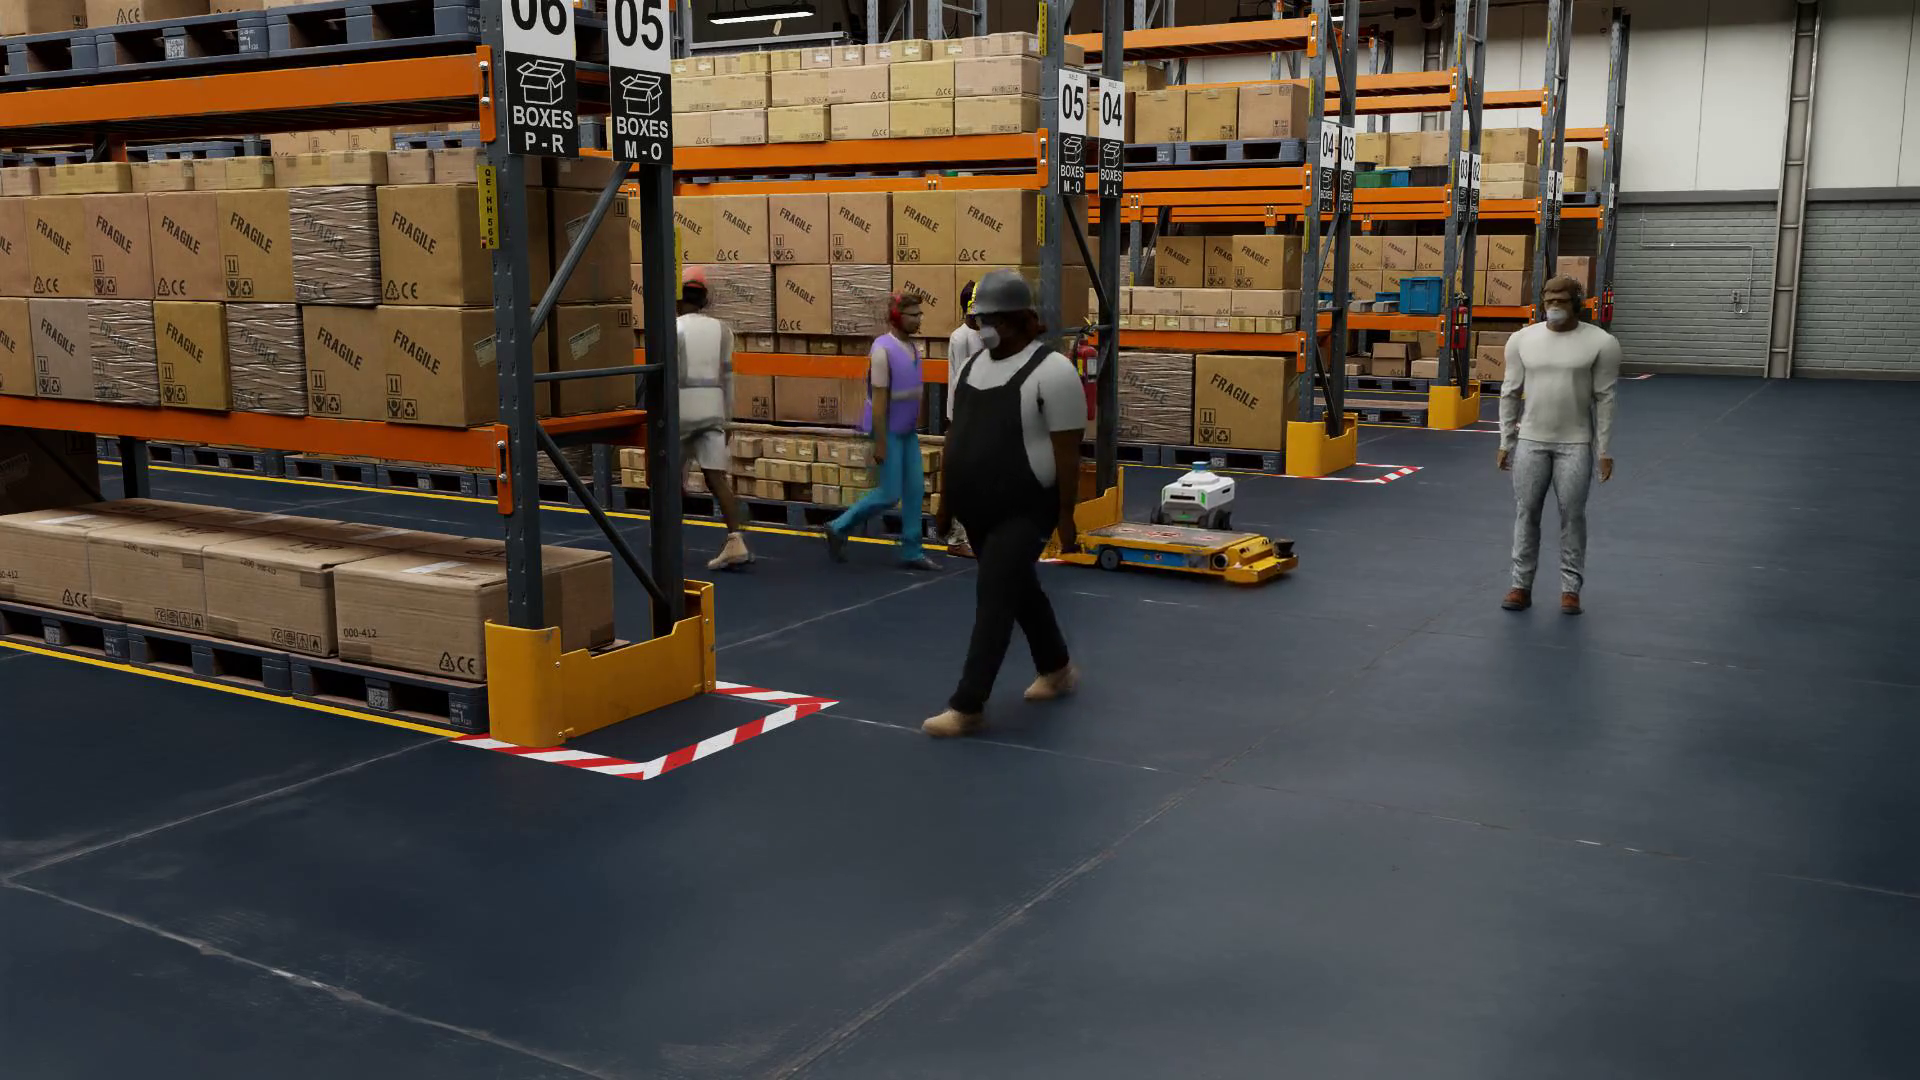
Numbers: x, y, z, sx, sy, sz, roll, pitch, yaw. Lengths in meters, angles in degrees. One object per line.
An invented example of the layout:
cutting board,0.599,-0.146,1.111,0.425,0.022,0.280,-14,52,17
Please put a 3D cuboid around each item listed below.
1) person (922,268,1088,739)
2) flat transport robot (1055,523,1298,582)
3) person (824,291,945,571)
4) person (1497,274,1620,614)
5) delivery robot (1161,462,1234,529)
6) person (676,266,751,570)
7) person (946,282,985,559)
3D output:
person,0.210,-0.221,7.279,1.031,2.000,0.696,-8,13,-40
flat transport robot,1.400,0.061,10.801,1.431,0.197,0.652,6,12,33
person,-0.484,-0.689,10.688,0.704,1.817,0.579,4,10,22
person,3.375,-0.530,9.448,0.640,1.928,0.475,6,11,30
delivery robot,1.711,-0.319,11.920,0.477,0.478,0.707,5,11,26
person,-1.714,-0.792,10.855,0.665,1.984,1.044,-8,12,-38
person,0.083,-0.803,11.229,0.333,1.860,0.509,3,10,14
